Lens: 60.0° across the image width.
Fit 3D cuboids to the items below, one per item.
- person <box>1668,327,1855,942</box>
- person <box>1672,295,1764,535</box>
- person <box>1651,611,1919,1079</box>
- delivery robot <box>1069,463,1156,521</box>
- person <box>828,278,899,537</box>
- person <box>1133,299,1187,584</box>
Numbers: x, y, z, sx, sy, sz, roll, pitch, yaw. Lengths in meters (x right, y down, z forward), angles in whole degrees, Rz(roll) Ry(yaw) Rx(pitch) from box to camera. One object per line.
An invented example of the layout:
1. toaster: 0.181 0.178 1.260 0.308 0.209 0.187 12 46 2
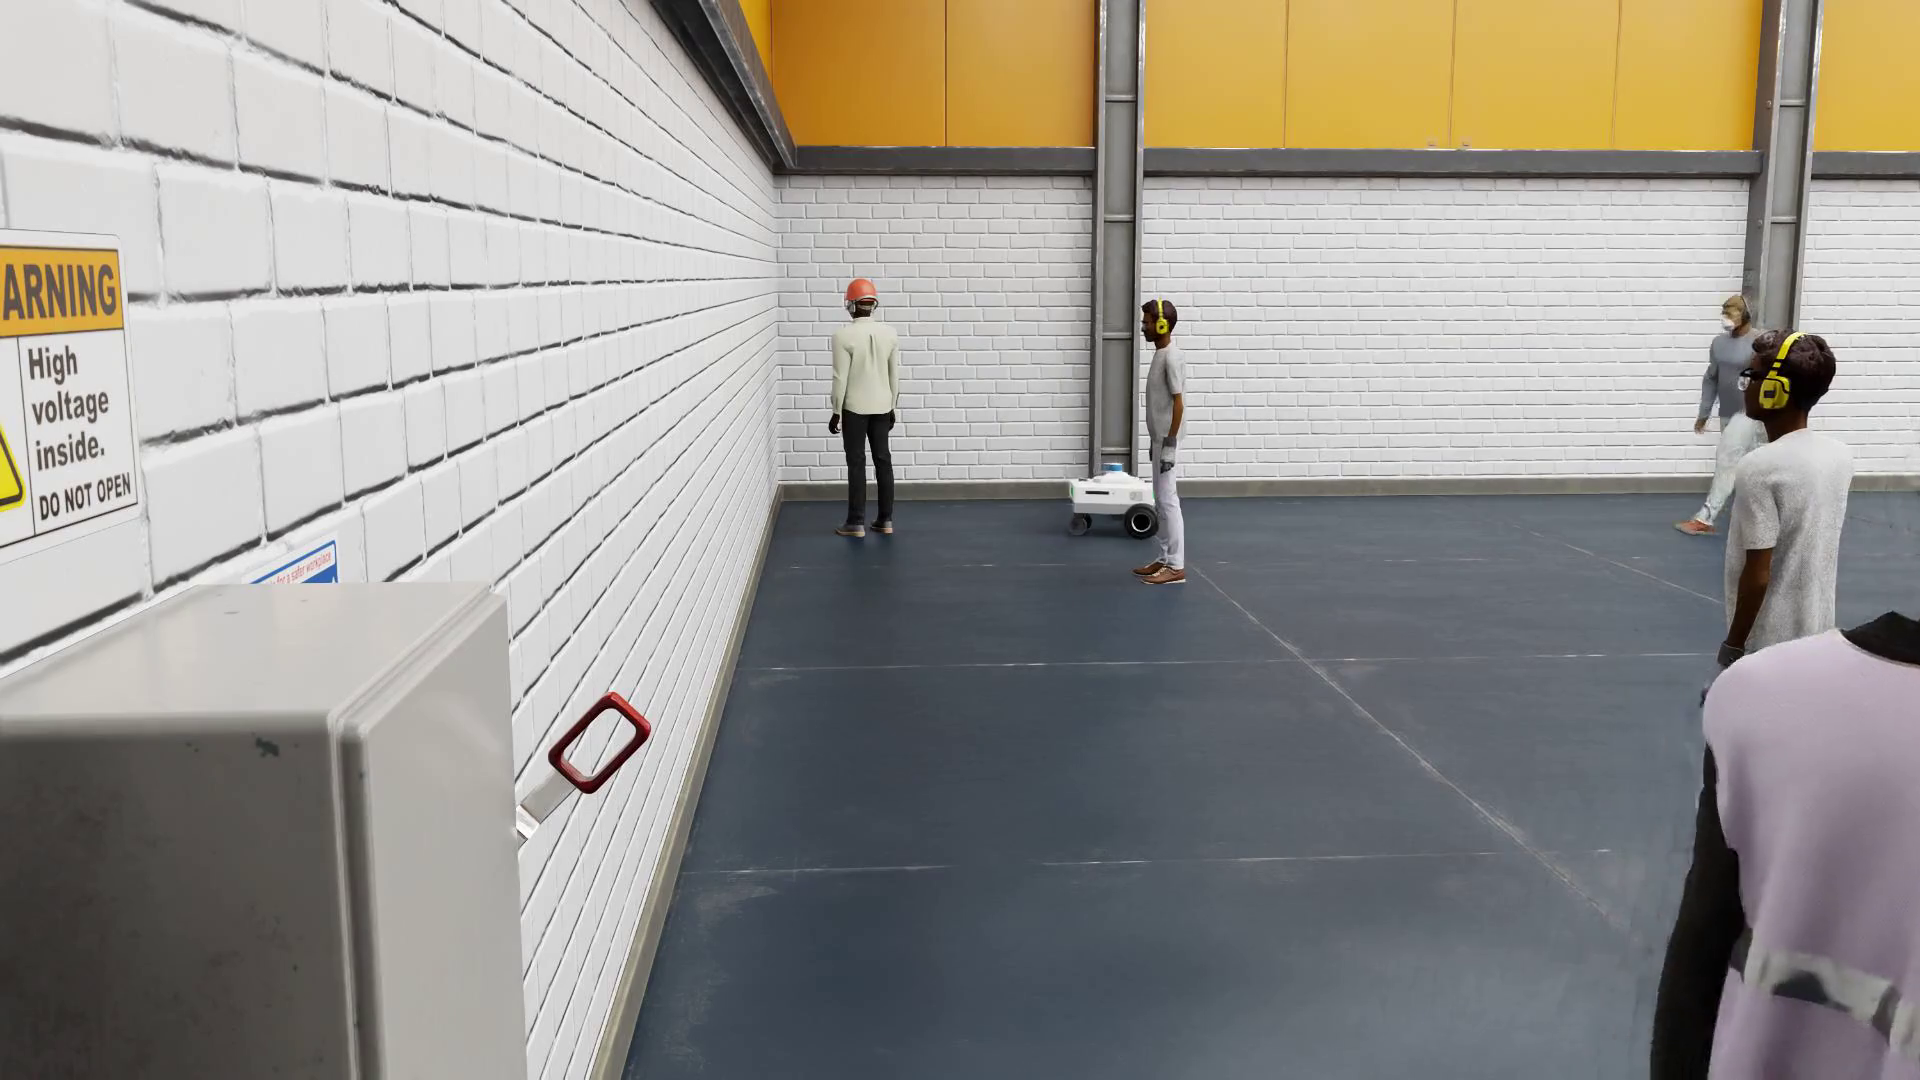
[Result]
1. person: 2.355 0.322 4.858 0.514 1.876 0.328 -7 11 -36
2. person: 6.112 -0.967 13.009 1.024 1.884 0.647 -2 9 -11
3. person: 1.071 0.773 1.978 0.684 1.893 0.627 -5 10 -30
4. delivery robot: 1.211 -0.356 12.952 0.707 0.478 0.477 2 9 12
5. person: -0.750 -1.024 12.926 0.611 1.996 0.378 -7 11 -36
6. person: 1.331 -0.641 10.937 0.309 1.864 0.535 0 9 -3
